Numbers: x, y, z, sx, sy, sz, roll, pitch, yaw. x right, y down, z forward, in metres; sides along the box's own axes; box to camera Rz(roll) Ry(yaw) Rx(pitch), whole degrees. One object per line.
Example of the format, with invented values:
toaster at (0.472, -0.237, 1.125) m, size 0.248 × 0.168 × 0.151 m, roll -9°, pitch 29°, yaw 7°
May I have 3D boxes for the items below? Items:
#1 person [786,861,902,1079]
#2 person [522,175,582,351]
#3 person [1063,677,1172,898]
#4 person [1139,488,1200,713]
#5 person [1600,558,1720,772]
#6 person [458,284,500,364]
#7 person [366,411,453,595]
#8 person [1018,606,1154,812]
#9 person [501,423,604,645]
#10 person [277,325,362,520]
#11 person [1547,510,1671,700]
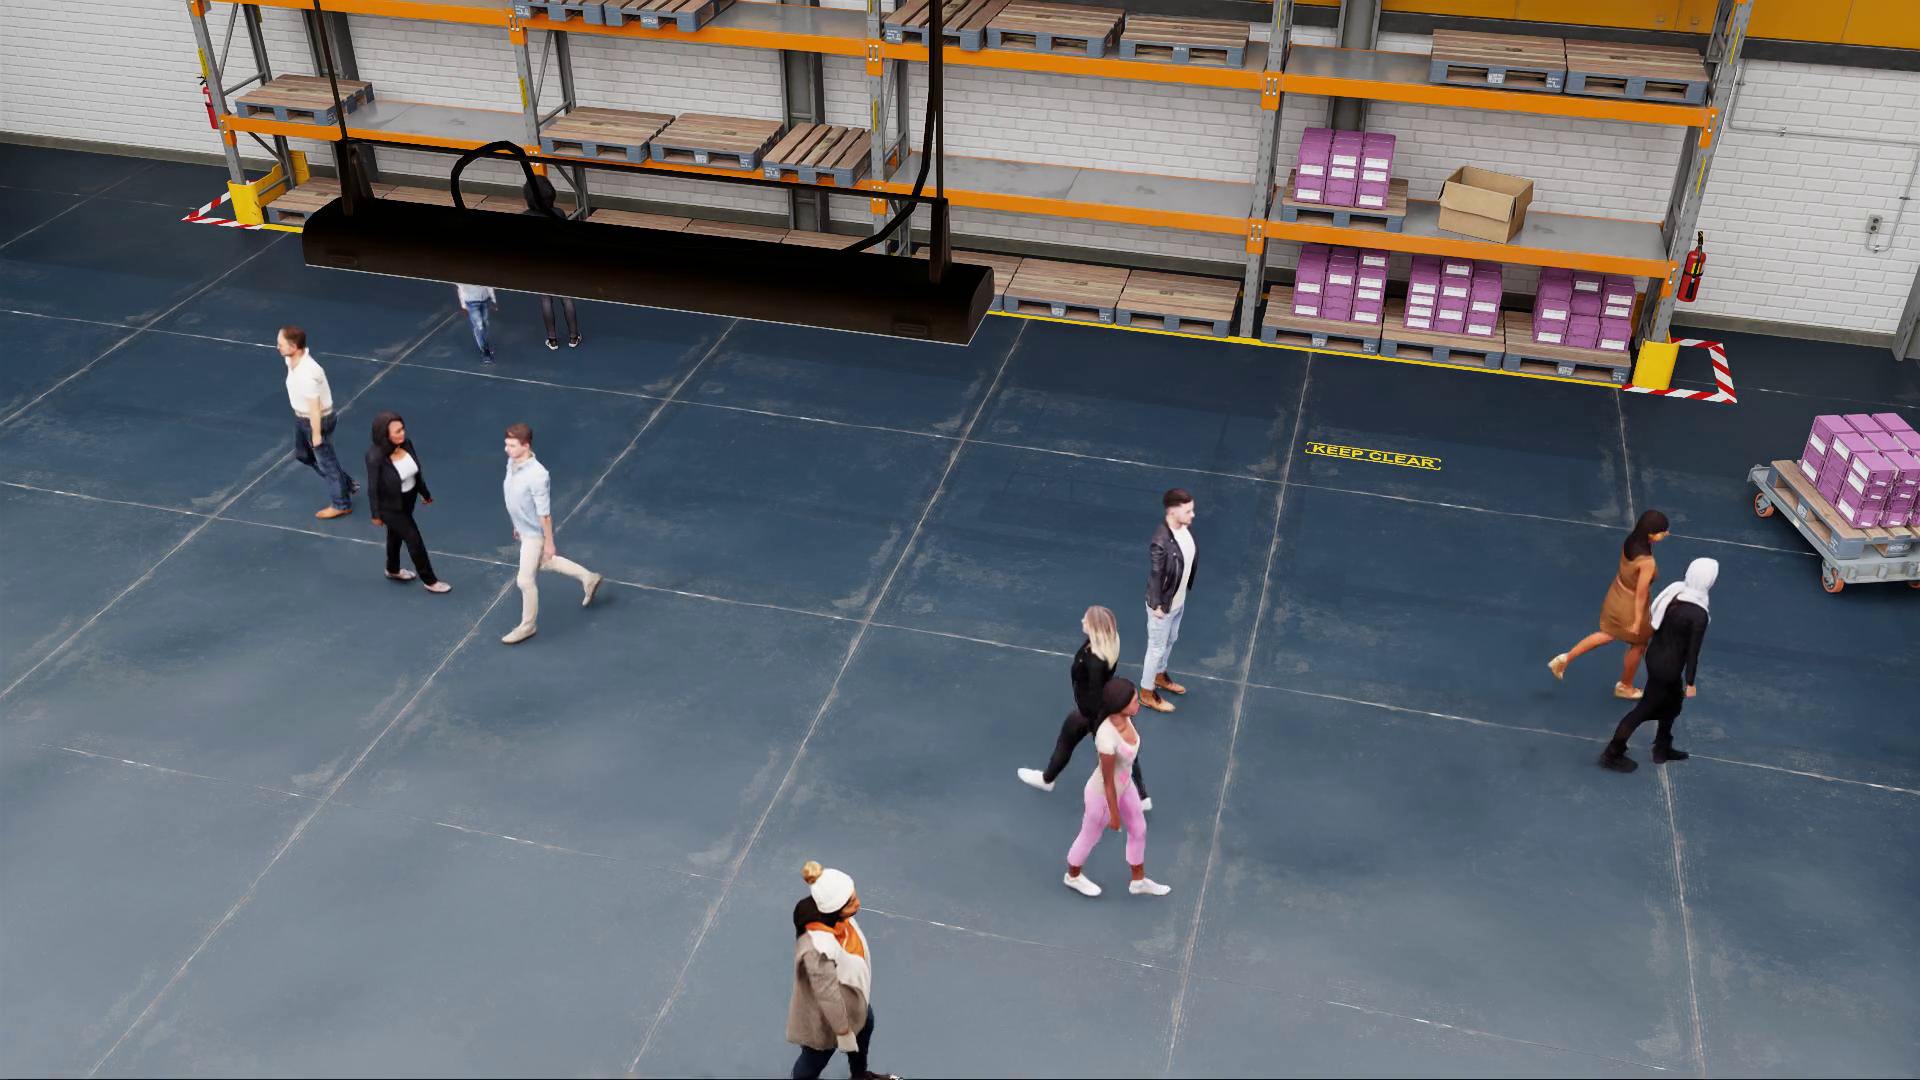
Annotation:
person at (-0.805, 2.421, 8.912) m, size 0.915 × 1.867 × 0.795 m, roll 3°, pitch 34°, yaw 4°
person at (-4.138, -2.801, 16.800) m, size 0.631 × 1.832 × 0.767 m, roll -7°, pitch 34°, yaw -10°
person at (0.839, 1.550, 10.359) m, size 0.935 × 1.715 × 0.672 m, roll 12°, pitch 36°, yaw 18°
person at (1.476, 0.413, 11.966) m, size 0.658 × 1.831 × 0.704 m, roll 19°, pitch 38°, yaw 27°
person at (4.708, 0.888, 11.329) m, size 0.902 × 1.744 × 0.720 m, roll 2°, pitch 34°, yaw 3°
person at (-4.911, -2.468, 16.826) m, size 0.647 × 1.248 × 0.740 m, roll -28°, pitch 43°, yaw -35°
person at (-4.567, -0.306, 13.273) m, size 0.887 × 1.581 × 0.653 m, roll 7°, pitch 34°, yaw 11°
person at (1.004, 1.161, 11.019) m, size 1.213 × 1.633 × 0.729 m, roll 13°, pitch 36°, yaw 19°
person at (-3.199, -0.101, 12.749) m, size 1.163 × 1.819 × 1.169 m, roll -22°, pitch 40°, yaw -30°
person at (-5.370, -1.025, 14.117) m, size 0.905 × 1.845 × 0.840 m, roll -19°, pitch 38°, yaw -26°
person at (4.742, 0.503, 11.988) m, size 1.030 × 1.657 × 0.757 m, roll -3°, pitch 34°, yaw -4°
